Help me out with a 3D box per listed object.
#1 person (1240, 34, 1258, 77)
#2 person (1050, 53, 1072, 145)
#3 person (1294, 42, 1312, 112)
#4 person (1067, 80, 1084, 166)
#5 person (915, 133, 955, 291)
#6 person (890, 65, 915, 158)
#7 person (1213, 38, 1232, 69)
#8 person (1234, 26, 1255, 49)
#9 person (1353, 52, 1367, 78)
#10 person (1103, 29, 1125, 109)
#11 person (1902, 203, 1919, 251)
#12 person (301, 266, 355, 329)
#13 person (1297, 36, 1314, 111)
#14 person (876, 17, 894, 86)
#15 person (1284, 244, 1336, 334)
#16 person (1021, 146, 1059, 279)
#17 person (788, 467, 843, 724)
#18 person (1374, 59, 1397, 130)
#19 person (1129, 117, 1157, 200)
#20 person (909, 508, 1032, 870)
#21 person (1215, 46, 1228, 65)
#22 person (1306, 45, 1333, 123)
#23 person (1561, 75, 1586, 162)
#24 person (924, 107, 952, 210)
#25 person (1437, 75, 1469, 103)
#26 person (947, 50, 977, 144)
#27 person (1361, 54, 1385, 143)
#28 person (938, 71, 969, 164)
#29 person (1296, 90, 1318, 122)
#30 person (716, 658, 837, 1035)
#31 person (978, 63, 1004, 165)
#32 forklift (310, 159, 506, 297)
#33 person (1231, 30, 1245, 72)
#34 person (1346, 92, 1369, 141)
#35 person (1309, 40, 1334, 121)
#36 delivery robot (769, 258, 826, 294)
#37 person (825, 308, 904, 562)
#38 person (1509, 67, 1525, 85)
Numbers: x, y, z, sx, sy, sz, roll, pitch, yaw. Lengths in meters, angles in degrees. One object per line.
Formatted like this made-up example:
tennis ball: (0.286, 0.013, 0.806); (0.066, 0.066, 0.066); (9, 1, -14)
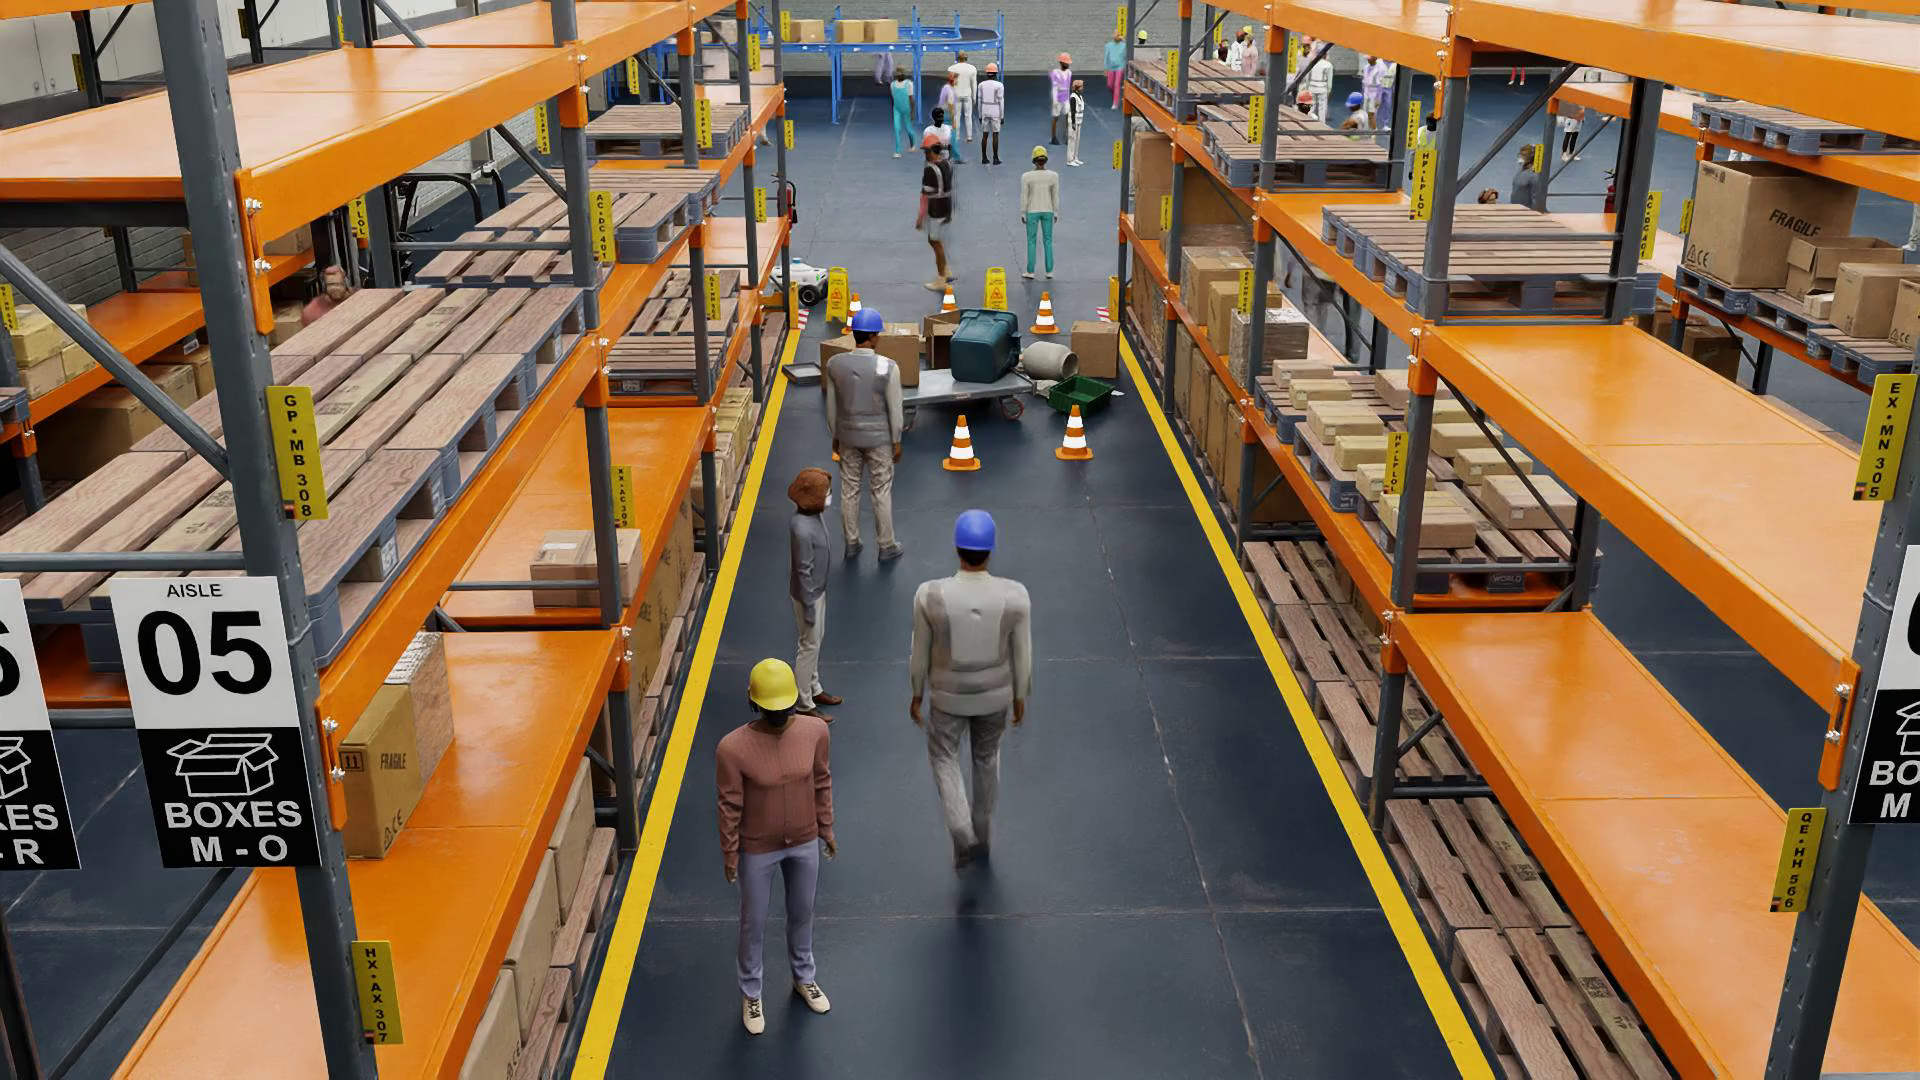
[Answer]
person: (6.928, -11.206, 40.115); (0.372, 1.940, 0.632); (-6, 22, -17)
person: (2.185, -9.260, 35.030); (0.550, 1.904, 0.777); (-14, 25, -32)
person: (7.974, -10.602, 38.628); (0.566, 1.854, 0.440); (-14, 25, -32)
person: (2.253, -8.129, 32.416); (0.313, 1.632, 0.520); (7, 22, 18)
person: (-0.326, -4.249, 21.613); (0.471, 2.019, 0.642); (8, 22, 21)
person: (-1.140, -8.639, 33.494); (0.524, 1.829, 0.759); (6, 22, 16)
person: (6.338, -11.241, 40.363); (0.565, 1.833, 0.374); (-13, 24, -30)
person: (7.386, -12.423, 43.384); (0.693, 1.898, 0.423); (10, 23, 25)
person: (11.966, -14.648, 49.469); (0.342, 1.751, 0.564); (-3, 21, -9)
person: (3.908, -11.811, 41.680); (0.636, 1.961, 0.509); (7, 22, 19)
person: (14.128, -5.091, 24.240); (0.484, 1.734, 0.333); (0, 21, 0)
person: (-5.267, -1.403, 14.302); (0.677, 1.868, 0.912); (-7, 22, -18)
person: (8.291, -11.217, 40.218); (0.572, 1.879, 0.999); (13, 24, 30)
person: (-2.085, -13.835, 47.130); (0.773, 1.886, 0.694); (13, 24, 30)
person: (3.952, -2.951, 18.344); (0.728, 1.897, 0.741); (-1, 21, -3)
person: (1.071, -4.409, 22.400); (0.524, 1.761, 0.345); (-4, 21, -10)
person: (-0.890, 0.329, 10.067); (0.287, 1.626, 0.508); (1, 21, 2)
person: (9.539, -10.160, 37.429); (0.614, 1.893, 0.459); (-4, 21, -11)
person: (3.118, -6.670, 28.419); (0.490, 1.729, 0.324); (7, 22, 18)
person: (0.064, 0.780, 8.449); (0.629, 1.928, 0.636); (-4, 21, -9)
person: (5.692, -9.926, 36.778); (0.387, 1.906, 0.603); (-5, 21, -12)
person: (7.896, -9.881, 36.604); (0.605, 1.944, 0.402); (15, 25, 34)
person: (12.171, -8.343, 32.885); (0.534, 1.697, 0.318); (-15, 25, -34)
person: (-0.366, -6.274, 27.428); (0.530, 1.689, 0.321); (-15, 25, -35)
person: (10.685, -9.736, 36.089); (0.690, 2.000, 1.007); (-3, 21, -7)
person: (0.046, -9.426, 35.410); (0.631, 1.940, 0.372); (-1, 21, -2)
person: (8.671, -9.376, 35.160); (0.417, 2.036, 0.644); (-10, 23, -25)
person: (-0.267, -8.199, 32.375); (0.877, 1.806, 0.597); (-3, 21, -7)
person: (5.446, -6.121, 26.530); (0.610, 2.043, 0.375); (-11, 23, -27)
person: (-0.784, 1.321, 7.246); (0.533, 1.767, 0.321); (-10, 23, -26)
person: (0.617, -8.325, 32.516); (0.545, 1.930, 0.386); (10, 23, 24)
forklift: (-5.622, -2.910, 17.832); (2.313, 2.155, 1.214); (-1, 21, -1)
person: (7.012, -11.948, 42.173); (0.350, 1.878, 0.576); (11, 23, 27)
person: (6.628, -6.449, 27.581); (0.499, 1.925, 0.780); (11, 23, 26)
person: (8.465, -10.815, 39.202); (0.663, 1.856, 0.917); (-8, 22, -21)
delivery robot: (-2.070, -3.331, 21.095); (0.707, 0.478, 0.477); (5, 21, 13)
person: (-0.710, -0.785, 12.571); (0.605, 1.938, 0.412); (7, 22, 18)
person: (15.993, -13.906, 47.509); (0.523, 1.758, 0.350); (14, 25, 32)
